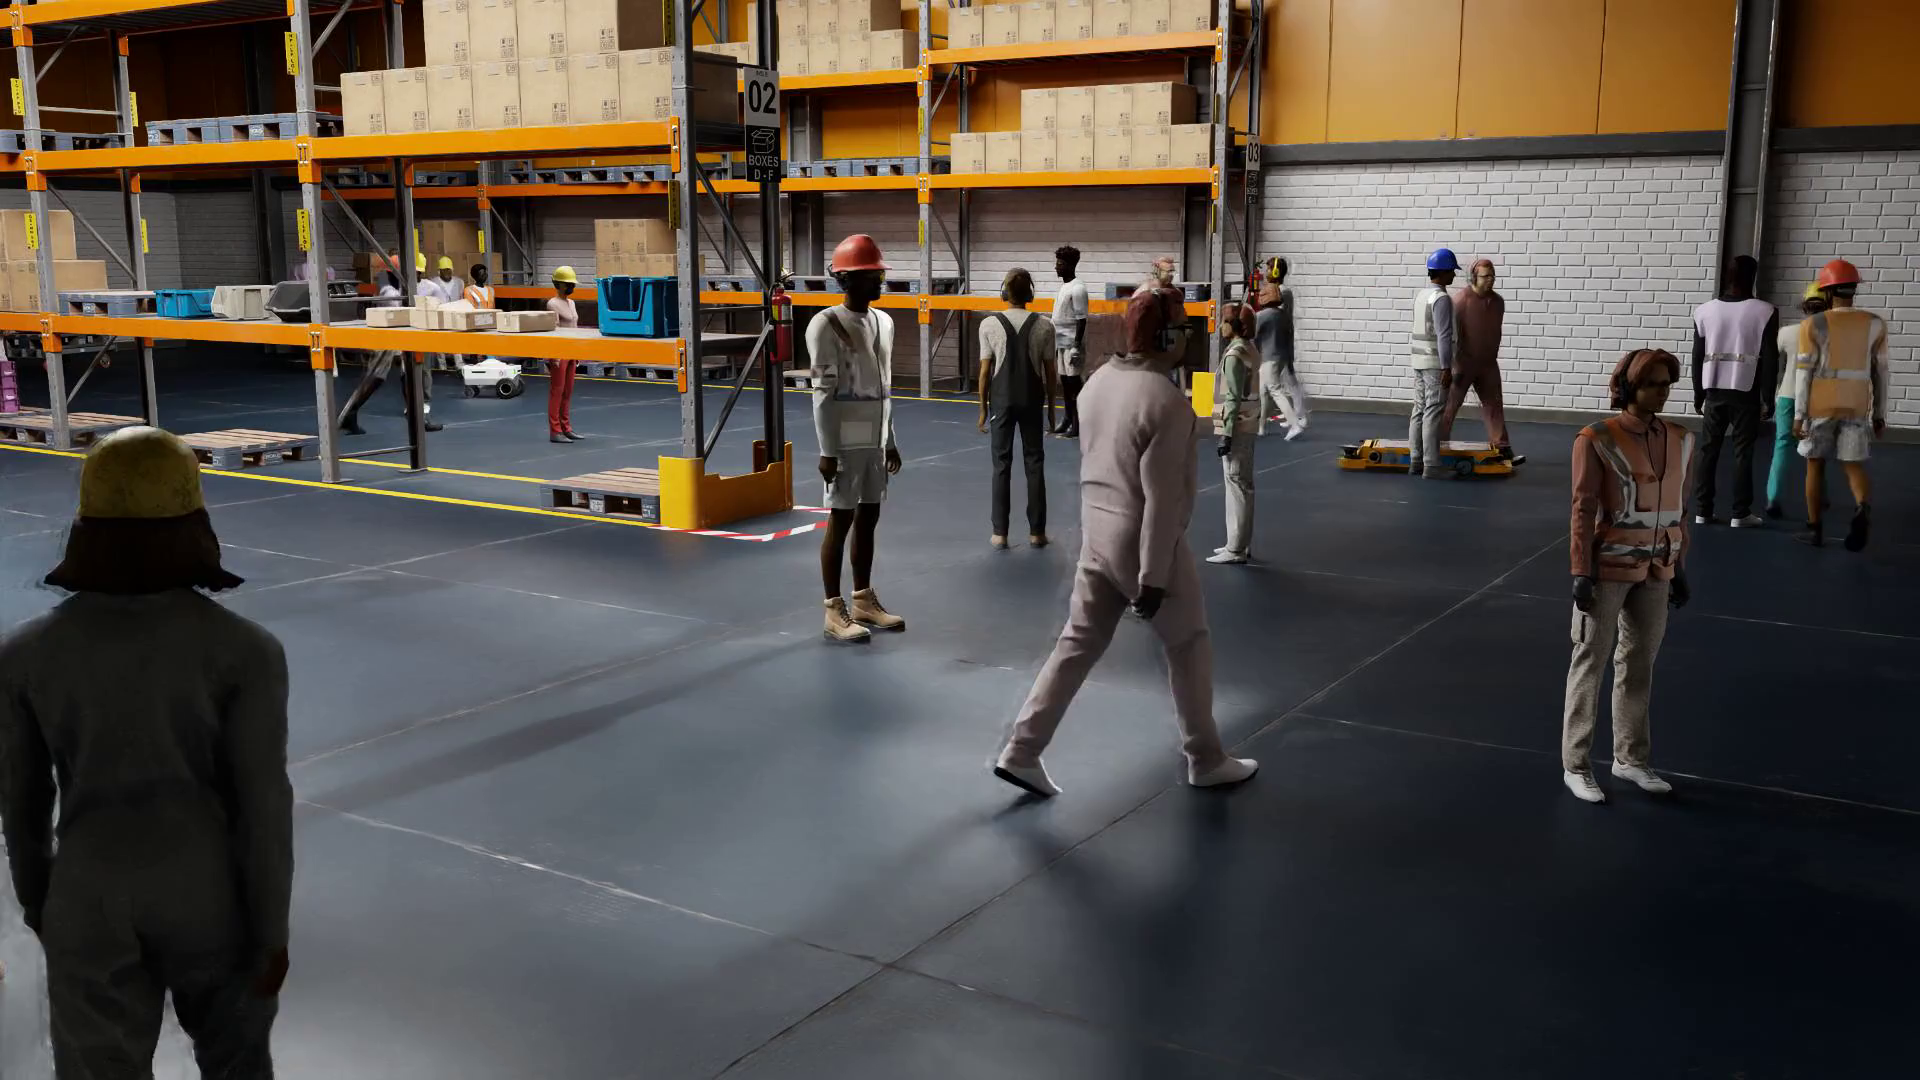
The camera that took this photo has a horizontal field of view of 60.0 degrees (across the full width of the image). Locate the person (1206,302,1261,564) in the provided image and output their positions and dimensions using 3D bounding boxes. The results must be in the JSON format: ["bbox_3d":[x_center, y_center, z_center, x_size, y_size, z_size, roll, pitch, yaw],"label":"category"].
[{"bbox_3d":[1.734,-0.669,10.442,0.307,1.644,0.514,3,11,18],"label":"person"}]

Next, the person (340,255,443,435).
[{"bbox_3d":[-6.025,-2.028,17.350,1.034,1.882,0.573,-3,11,-17],"label":"person"}]

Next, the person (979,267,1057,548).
[{"bbox_3d":[0.379,-0.861,10.944,0.515,1.843,0.327,0,10,0],"label":"person"}]

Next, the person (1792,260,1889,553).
[{"bbox_3d":[5.706,-0.851,10.743,0.563,1.906,0.757,1,10,7],"label":"person"}]

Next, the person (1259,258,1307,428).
[{"bbox_3d":[3.351,-2.127,18.002,0.953,1.818,0.559,4,11,21],"label":"person"}]

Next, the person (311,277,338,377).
[{"bbox_3d":[-9.526,-3.225,24.715,0.815,1.592,0.521,7,12,32],"label":"person"}]

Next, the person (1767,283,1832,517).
[{"bbox_3d":[6.235,-1.033,12.262,0.529,1.718,0.943,9,13,40],"label":"person"}]

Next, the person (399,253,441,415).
[{"bbox_3d":[-6.264,-2.369,19.199,0.602,1.877,0.772,-2,10,-9],"label":"person"}]

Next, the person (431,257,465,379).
[{"bbox_3d":[-7.515,-3.250,24.373,0.602,1.773,0.947,-6,12,-29],"label":"person"}]

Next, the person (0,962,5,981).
[{"bbox_3d":[-2.935,0.226,4.379,0.536,2.000,0.763,-7,12,-33],"label":"person"}]

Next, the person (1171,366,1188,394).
[{"bbox_3d":[1.291,-0.723,10.751,0.307,1.641,0.513,-3,11,-16],"label":"person"}]

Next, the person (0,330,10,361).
[{"bbox_3d":[-12.274,-2.737,20.923,0.625,1.992,0.388,0,10,0],"label":"person"}]

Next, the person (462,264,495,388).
[{"bbox_3d":[-6.583,-2.942,22.877,0.318,1.700,0.534,6,12,31],"label":"person"}]

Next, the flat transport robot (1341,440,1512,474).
[{"bbox_3d":[4.114,-0.747,14.674,1.431,0.197,0.652,3,11,16],"label":"flat transport robot"}]

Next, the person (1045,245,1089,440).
[{"bbox_3d":[1.111,-2.007,16.956,0.369,1.967,0.600,-2,11,-13],"label":"person"}]

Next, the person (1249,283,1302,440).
[{"bbox_3d":[3.227,-1.818,16.960,0.506,1.588,0.846,-8,13,-38],"label":"person"}]

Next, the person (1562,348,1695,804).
[{"bbox_3d":[2.420,0.126,6.036,0.514,1.643,0.307,-4,11,-20],"label":"person"}]

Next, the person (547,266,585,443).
[{"bbox_3d":[-3.958,-1.859,16.700,0.327,1.765,0.529,2,10,11],"label":"person"}]

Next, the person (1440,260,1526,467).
[{"bbox_3d":[4.622,-1.568,14.862,0.659,1.843,1.022,-4,11,-23],"label":"person"}]

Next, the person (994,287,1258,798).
[{"bbox_3d":[0.596,0.026,5.996,1.005,1.863,0.639,-6,12,-30],"label":"person"}]

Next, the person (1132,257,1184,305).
[{"bbox_3d":[2.032,-1.984,17.162,0.647,1.860,1.008,-4,11,-23],"label":"person"}]

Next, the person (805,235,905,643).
[{"bbox_3d":[-0.512,-0.506,8.465,0.434,2.049,0.612,7,12,33],"label":"person"}]

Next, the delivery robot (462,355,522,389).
[{"bbox_3d":[-6.009,-2.138,21.335,0.707,0.478,0.477,0,10,-1],"label":"delivery robot"}]

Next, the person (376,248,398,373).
[{"bbox_3d":[-8.492,-3.442,25.135,0.680,1.895,0.672,4,11,23],"label":"person"}]

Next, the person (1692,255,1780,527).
[{"bbox_3d":[5.465,-1.047,11.772,0.593,1.919,0.391,10,14,44],"label":"person"}]

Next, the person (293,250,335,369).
[{"bbox_3d":[-9.889,-3.583,25.515,0.612,2.027,0.727,-4,11,-19],"label":"person"}]

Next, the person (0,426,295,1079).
[{"bbox_3d":[-1.439,0.642,3.006,0.507,1.694,0.902,-2,11,-13],"label":"person"}]

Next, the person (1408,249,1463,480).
[{"bbox_3d":[4.038,-1.491,14.151,0.387,1.948,0.602,-1,10,-7],"label":"person"}]
